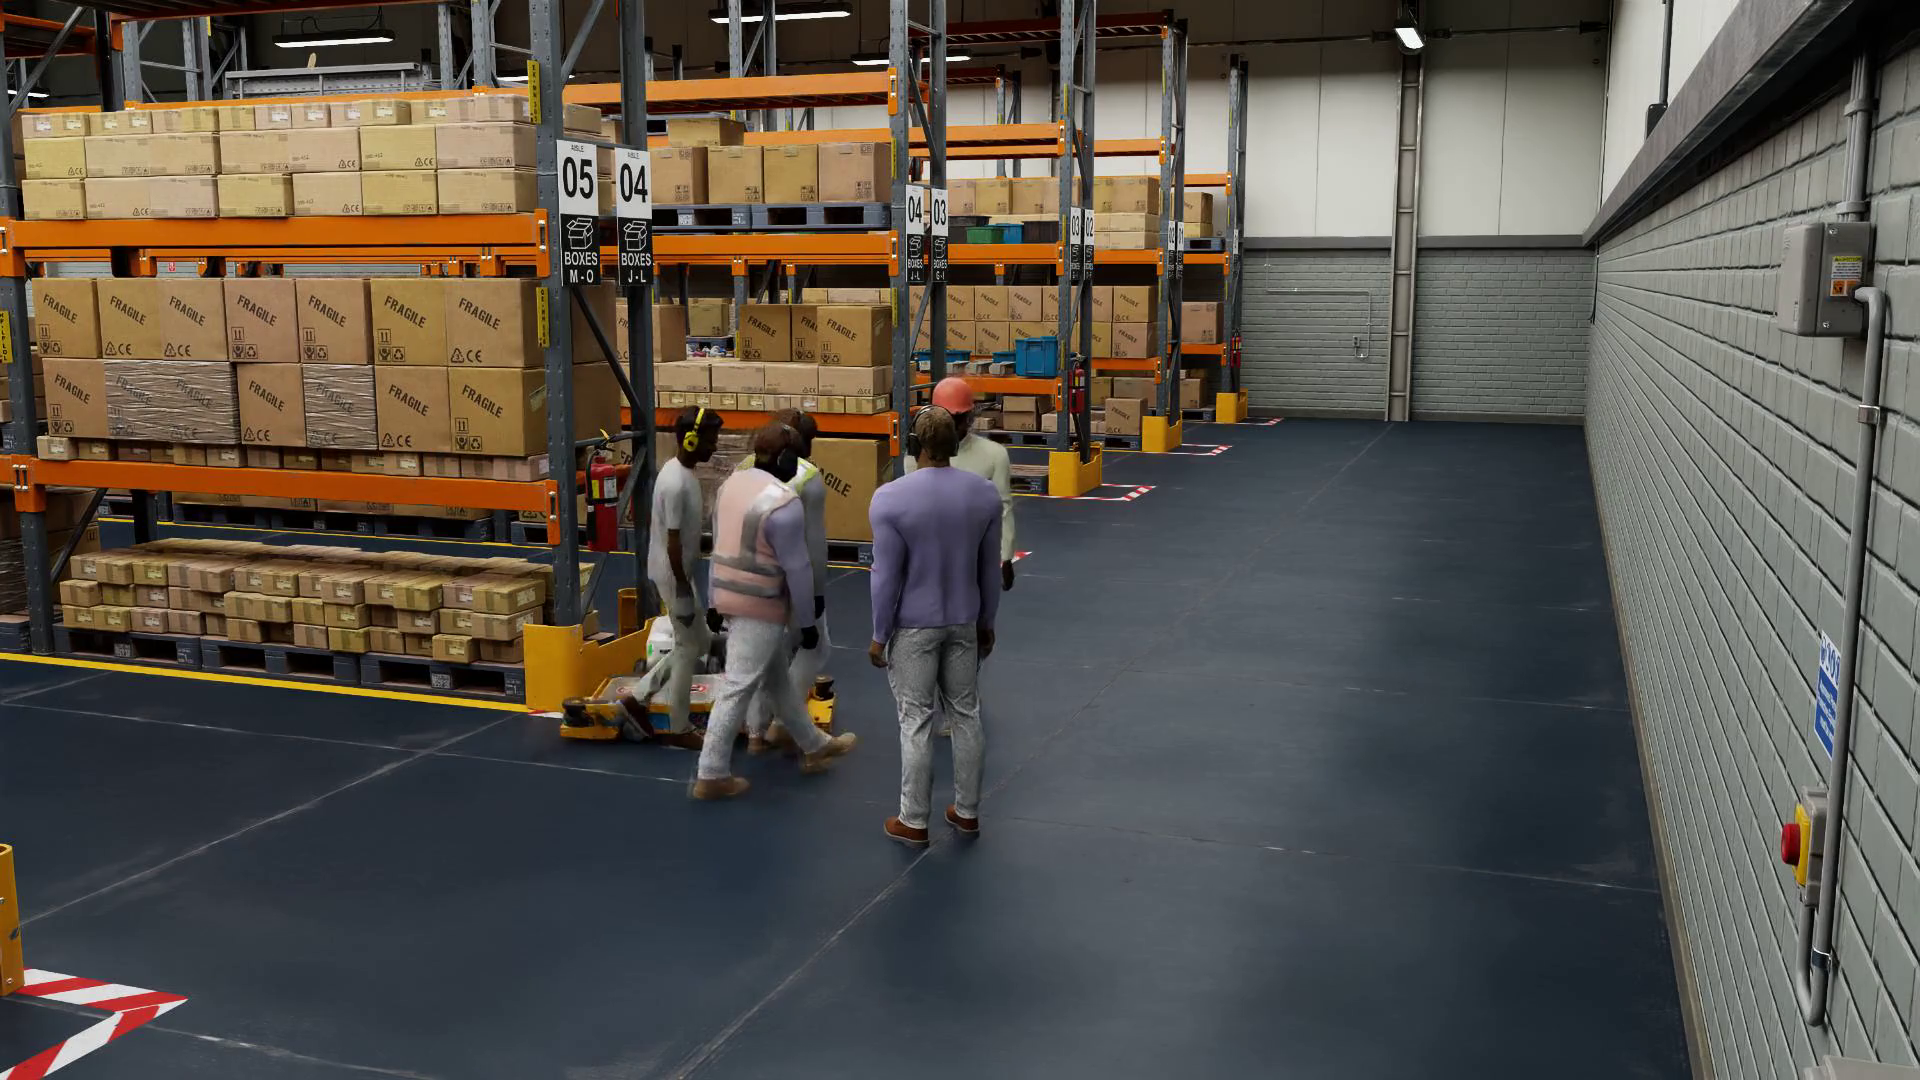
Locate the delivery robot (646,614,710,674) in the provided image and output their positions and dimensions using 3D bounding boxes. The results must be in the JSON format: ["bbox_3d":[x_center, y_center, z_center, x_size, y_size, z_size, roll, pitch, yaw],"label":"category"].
[{"bbox_3d":[-1.661,0.613,9.829,0.477,0.478,0.707,-1,9,-7],"label":"delivery robot"}]

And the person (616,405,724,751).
[{"bbox_3d":[-1.470,0.213,8.615,0.553,1.837,0.583,0,9,-2],"label":"person"}]

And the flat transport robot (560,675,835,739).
[{"bbox_3d":[-1.419,0.908,9.157,1.431,0.197,0.652,0,9,-2],"label":"flat transport robot"}]

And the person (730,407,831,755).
[{"bbox_3d":[-0.927,0.225,8.600,0.666,1.816,0.434,6,11,35],"label":"person"}]

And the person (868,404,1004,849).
[{"bbox_3d":[-0.112,0.377,7.281,0.635,1.939,0.362,-5,10,-28],"label":"person"}]

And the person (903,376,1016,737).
[{"bbox_3d":[-0.005,0.049,9.314,0.632,1.957,0.892,1,9,3],"label":"person"}]

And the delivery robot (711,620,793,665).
[{"bbox_3d":[-1.259,0.521,10.402,0.477,0.478,0.707,4,10,21],"label":"delivery robot"}]

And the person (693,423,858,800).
[{"bbox_3d":[-0.902,0.335,8.031,0.990,1.785,0.648,-6,11,-32],"label":"person"}]

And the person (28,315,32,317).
[{"bbox_3d":[-15.931,-2.986,28.715,0.895,1.801,0.595,-4,10,-24],"label":"person"}]
